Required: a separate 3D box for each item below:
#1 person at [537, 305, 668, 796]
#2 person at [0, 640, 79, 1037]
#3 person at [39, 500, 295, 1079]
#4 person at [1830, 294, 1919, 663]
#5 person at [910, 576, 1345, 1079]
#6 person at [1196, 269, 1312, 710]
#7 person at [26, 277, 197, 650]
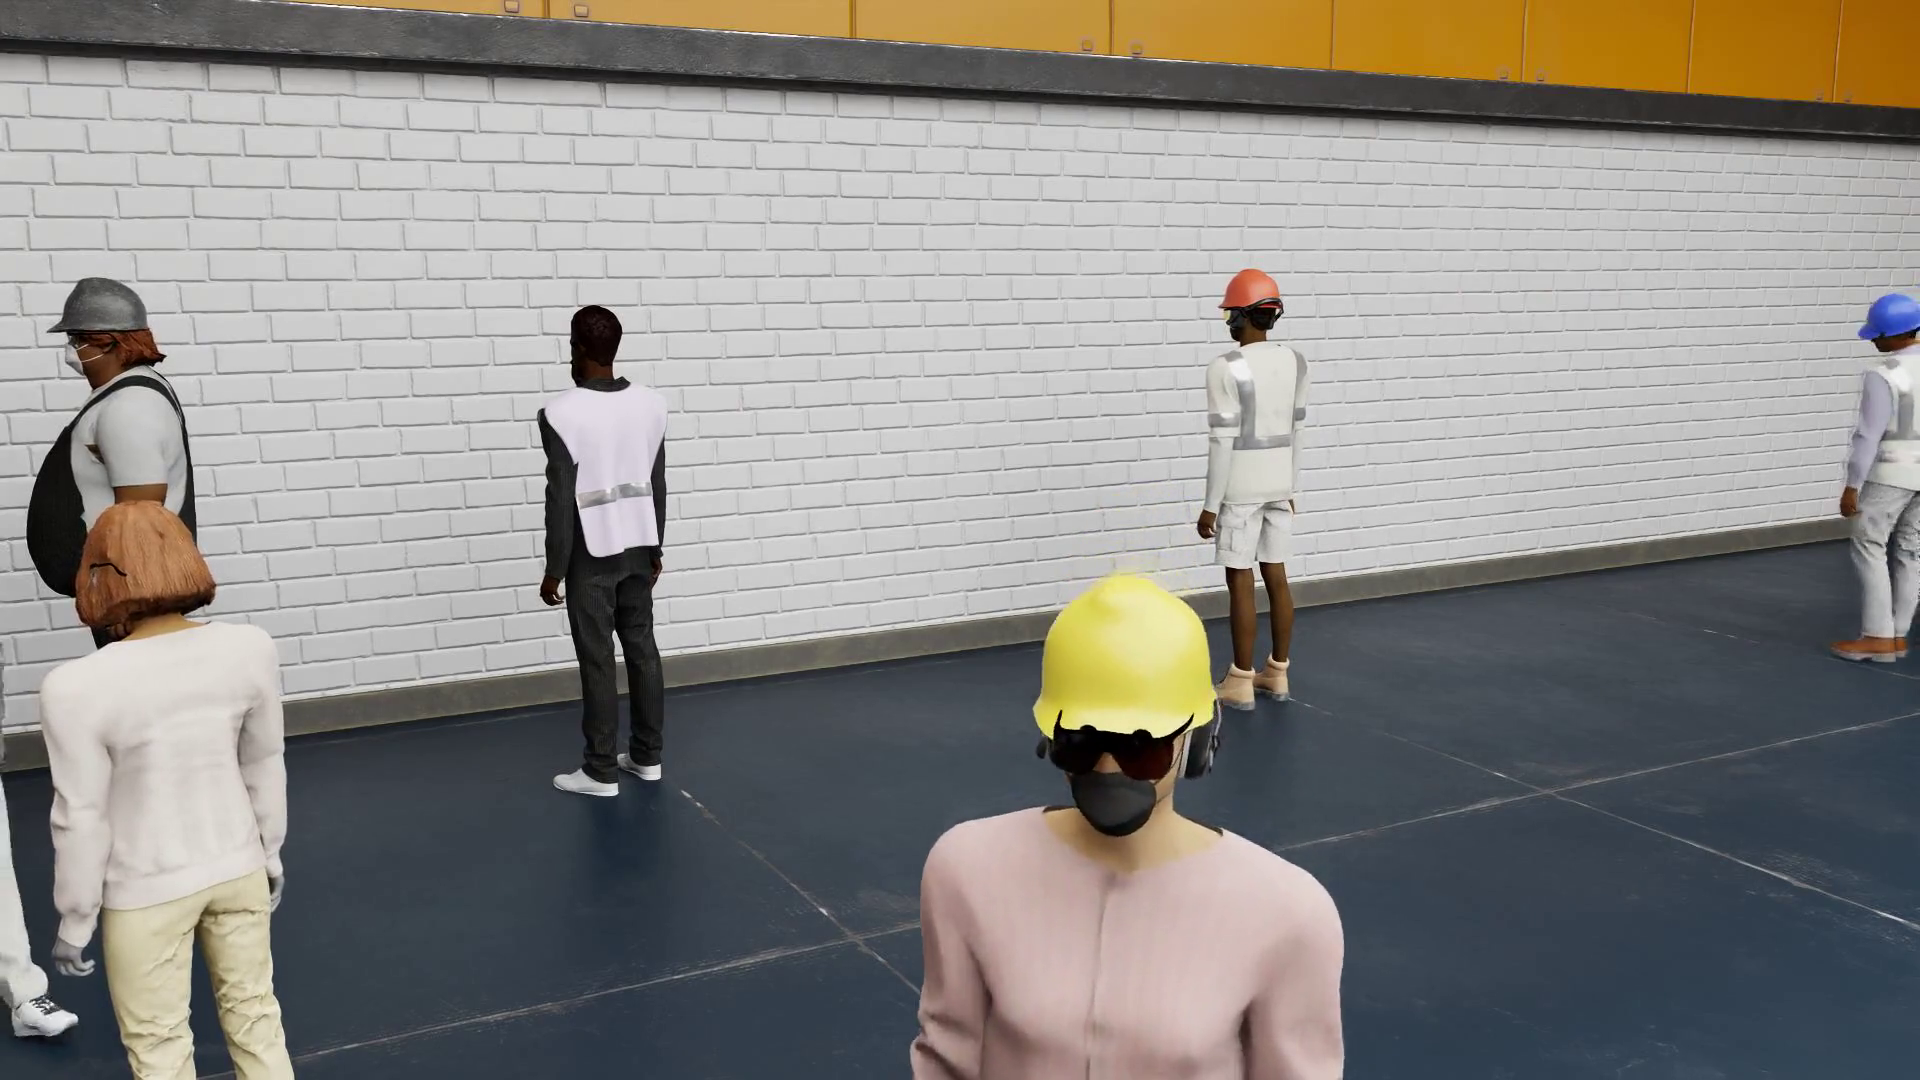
[{"bbox_3d":[-1.382,0.047,6.523,0.392,1.919,0.591,7,12,36],"label":"person"},{"bbox_3d":[-2.796,0.563,4.506,0.874,1.581,0.512,6,12,31],"label":"person"},{"bbox_3d":[-1.616,0.726,3.436,0.285,1.632,0.498,7,12,33],"label":"person"},{"bbox_3d":[4.881,-0.305,8.608,0.691,1.906,0.398,-3,10,-18],"label":"person"},{"bbox_3d":[0.186,0.905,2.029,0.545,1.754,0.364,3,10,15],"label":"person"},{"bbox_3d":[1.344,-0.230,7.760,0.605,2.045,0.388,-7,12,-35],"label":"person"},{"bbox_3d":[-2.987,0.097,5.887,0.537,2.000,0.682,-4,11,-23],"label":"person"}]
